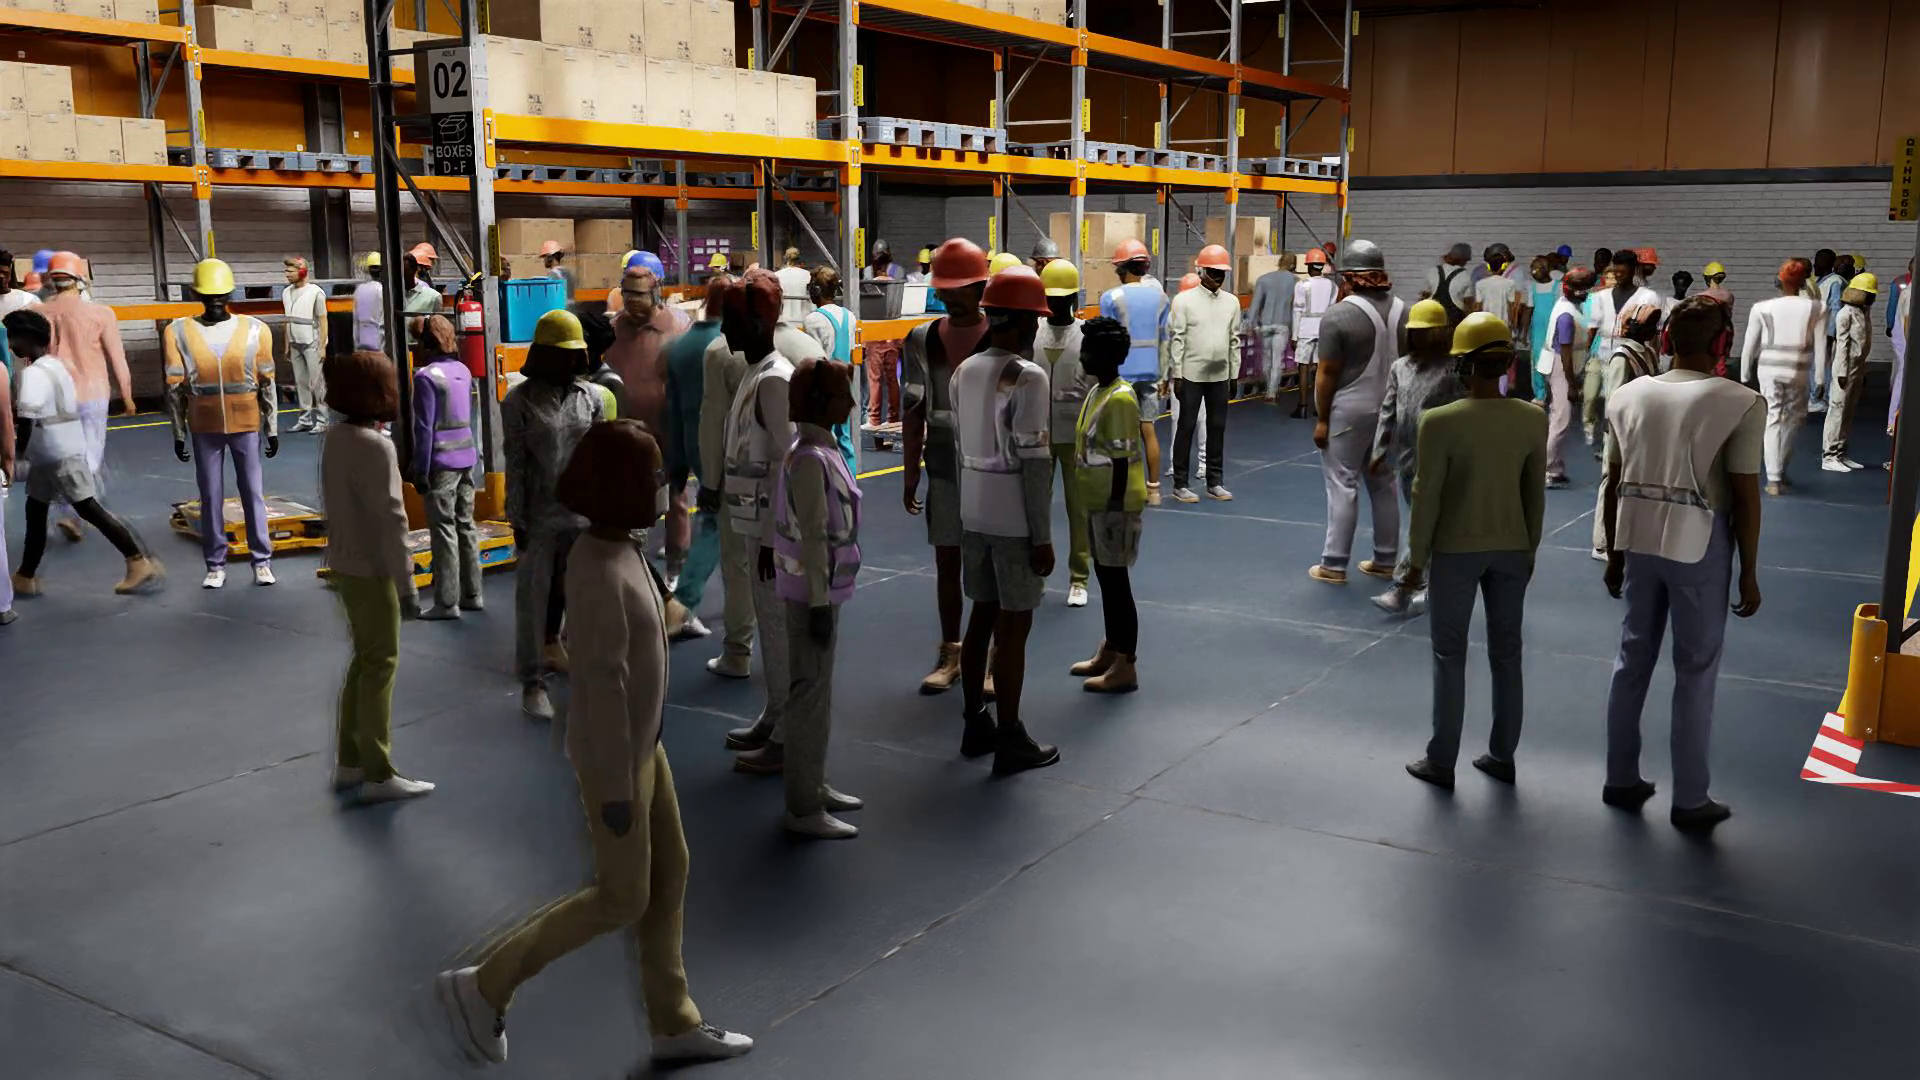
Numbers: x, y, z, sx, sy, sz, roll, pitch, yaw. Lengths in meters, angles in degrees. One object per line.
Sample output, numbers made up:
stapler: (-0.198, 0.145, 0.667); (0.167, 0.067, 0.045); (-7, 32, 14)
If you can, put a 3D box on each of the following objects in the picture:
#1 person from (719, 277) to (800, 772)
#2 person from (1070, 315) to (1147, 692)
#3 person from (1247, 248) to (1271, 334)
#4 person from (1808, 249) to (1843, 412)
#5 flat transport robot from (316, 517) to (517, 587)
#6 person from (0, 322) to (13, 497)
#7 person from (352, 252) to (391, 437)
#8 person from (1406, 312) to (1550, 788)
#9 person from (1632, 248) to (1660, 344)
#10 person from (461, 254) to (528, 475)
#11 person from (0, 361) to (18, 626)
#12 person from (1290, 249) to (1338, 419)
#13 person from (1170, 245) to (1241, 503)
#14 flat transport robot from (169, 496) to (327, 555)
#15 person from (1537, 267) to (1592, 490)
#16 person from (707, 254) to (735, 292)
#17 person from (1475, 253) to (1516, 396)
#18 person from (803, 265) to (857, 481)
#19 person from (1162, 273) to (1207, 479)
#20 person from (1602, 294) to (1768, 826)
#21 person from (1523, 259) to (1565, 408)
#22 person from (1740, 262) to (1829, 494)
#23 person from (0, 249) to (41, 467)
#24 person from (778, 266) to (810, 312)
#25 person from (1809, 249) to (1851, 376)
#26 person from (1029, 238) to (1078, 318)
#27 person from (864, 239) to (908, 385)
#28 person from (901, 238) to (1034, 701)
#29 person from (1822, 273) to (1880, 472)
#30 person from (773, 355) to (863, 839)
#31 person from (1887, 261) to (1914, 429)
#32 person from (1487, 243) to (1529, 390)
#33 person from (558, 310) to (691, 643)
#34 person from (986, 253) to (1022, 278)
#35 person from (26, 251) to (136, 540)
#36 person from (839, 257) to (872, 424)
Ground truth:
person: (-0.739, -0.056, 6.376); (0.337, 1.882, 0.584); (-2, 10, -12)
person: (0.673, -0.164, 7.516); (0.320, 1.691, 0.536); (-1, 10, -6)
person: (4.827, -3.784, 26.865); (0.403, 1.943, 0.607); (0, 10, -1)
person: (10.208, -2.474, 19.680); (0.377, 1.917, 0.600); (1, 10, 5)
flat transport robot: (-3.120, 0.066, 10.167); (0.652, 0.197, 1.431); (7, 12, 32)
person: (-7.711, -1.178, 12.994); (0.349, 1.740, 0.575); (6, 12, 32)
person: (-5.931, -2.017, 17.231); (0.657, 1.882, 0.761); (8, 13, 37)
person: (1.907, 0.042, 6.177); (0.525, 1.762, 0.340); (-2, 10, -11)
person: (7.948, -2.443, 19.475); (0.387, 1.931, 0.543); (7, 13, 36)
person: (-3.934, -1.497, 14.298); (0.409, 1.906, 0.652); (10, 14, 44)
person: (-5.210, -0.406, 8.673); (0.518, 1.760, 0.330); (-5, 11, -26)
person: (4.018, -2.345, 18.957); (0.543, 1.926, 0.393); (-4, 11, -19)
person: (1.911, -1.278, 12.872); (0.617, 1.986, 0.407); (-4, 11, -22)
flat transport robot: (-4.785, -0.119, 11.195); (0.652, 0.197, 1.431); (-8, 13, -39)
person: (4.947, -1.327, 13.659); (0.391, 1.806, 0.674); (4, 11, 22)
person: (-3.451, -3.231, 24.131); (0.591, 1.824, 0.404); (8, 13, 38)
person: (6.564, -2.581, 20.428); (0.518, 1.865, 0.326); (4, 11, 19)
person: (-0.932, -0.988, 11.647); (0.344, 1.847, 0.504); (7, 12, 34)
person: (1.962, -1.391, 14.165); (0.569, 1.744, 0.350); (6, 12, 32)
person: (2.486, 0.073, 5.800); (0.383, 1.836, 0.565); (-7, 12, -34)
person: (7.144, -2.502, 20.191); (0.616, 1.797, 0.378); (10, 14, 43)
person: (6.679, -1.325, 13.535); (0.608, 1.831, 0.965); (4, 11, 19)
person: (-7.933, -1.438, 13.846); (0.607, 1.960, 0.380); (-6, 12, -30)
person: (-2.194, -2.746, 21.861); (0.561, 1.691, 0.949); (6, 12, 32)
person: (10.826, -2.684, 20.869); (0.591, 1.914, 0.433); (6, 12, 31)
person: (0.796, -1.831, 15.775); (0.536, 2.000, 0.683); (7, 12, 34)
person: (-1.094, -3.144, 23.052); (0.682, 2.000, 0.537); (-5, 11, -26)
person: (0.018, -0.301, 7.349); (0.611, 2.030, 0.410); (4, 11, 20)
person: (7.856, -1.471, 14.630); (0.485, 1.736, 0.308); (-9, 14, -41)
person: (-0.483, 0.191, 5.693); (0.310, 1.636, 0.521); (0, 10, -2)
person: (10.095, -2.066, 17.662); (0.357, 1.835, 0.516); (6, 12, 30)
person: (7.341, -3.050, 22.531); (0.592, 2.000, 0.699); (-4, 11, -22)
person: (-1.729, -0.312, 8.342); (0.589, 1.696, 0.645); (-4, 11, -23)
person: (0.337, -1.077, 11.919); (0.379, 1.926, 0.602); (-3, 11, -14)
person: (-6.051, -0.988, 11.360); (0.616, 1.959, 0.965); (0, 10, 0)
person: (-1.127, -2.183, 18.104); (0.597, 1.909, 0.405); (-5, 11, -26)
